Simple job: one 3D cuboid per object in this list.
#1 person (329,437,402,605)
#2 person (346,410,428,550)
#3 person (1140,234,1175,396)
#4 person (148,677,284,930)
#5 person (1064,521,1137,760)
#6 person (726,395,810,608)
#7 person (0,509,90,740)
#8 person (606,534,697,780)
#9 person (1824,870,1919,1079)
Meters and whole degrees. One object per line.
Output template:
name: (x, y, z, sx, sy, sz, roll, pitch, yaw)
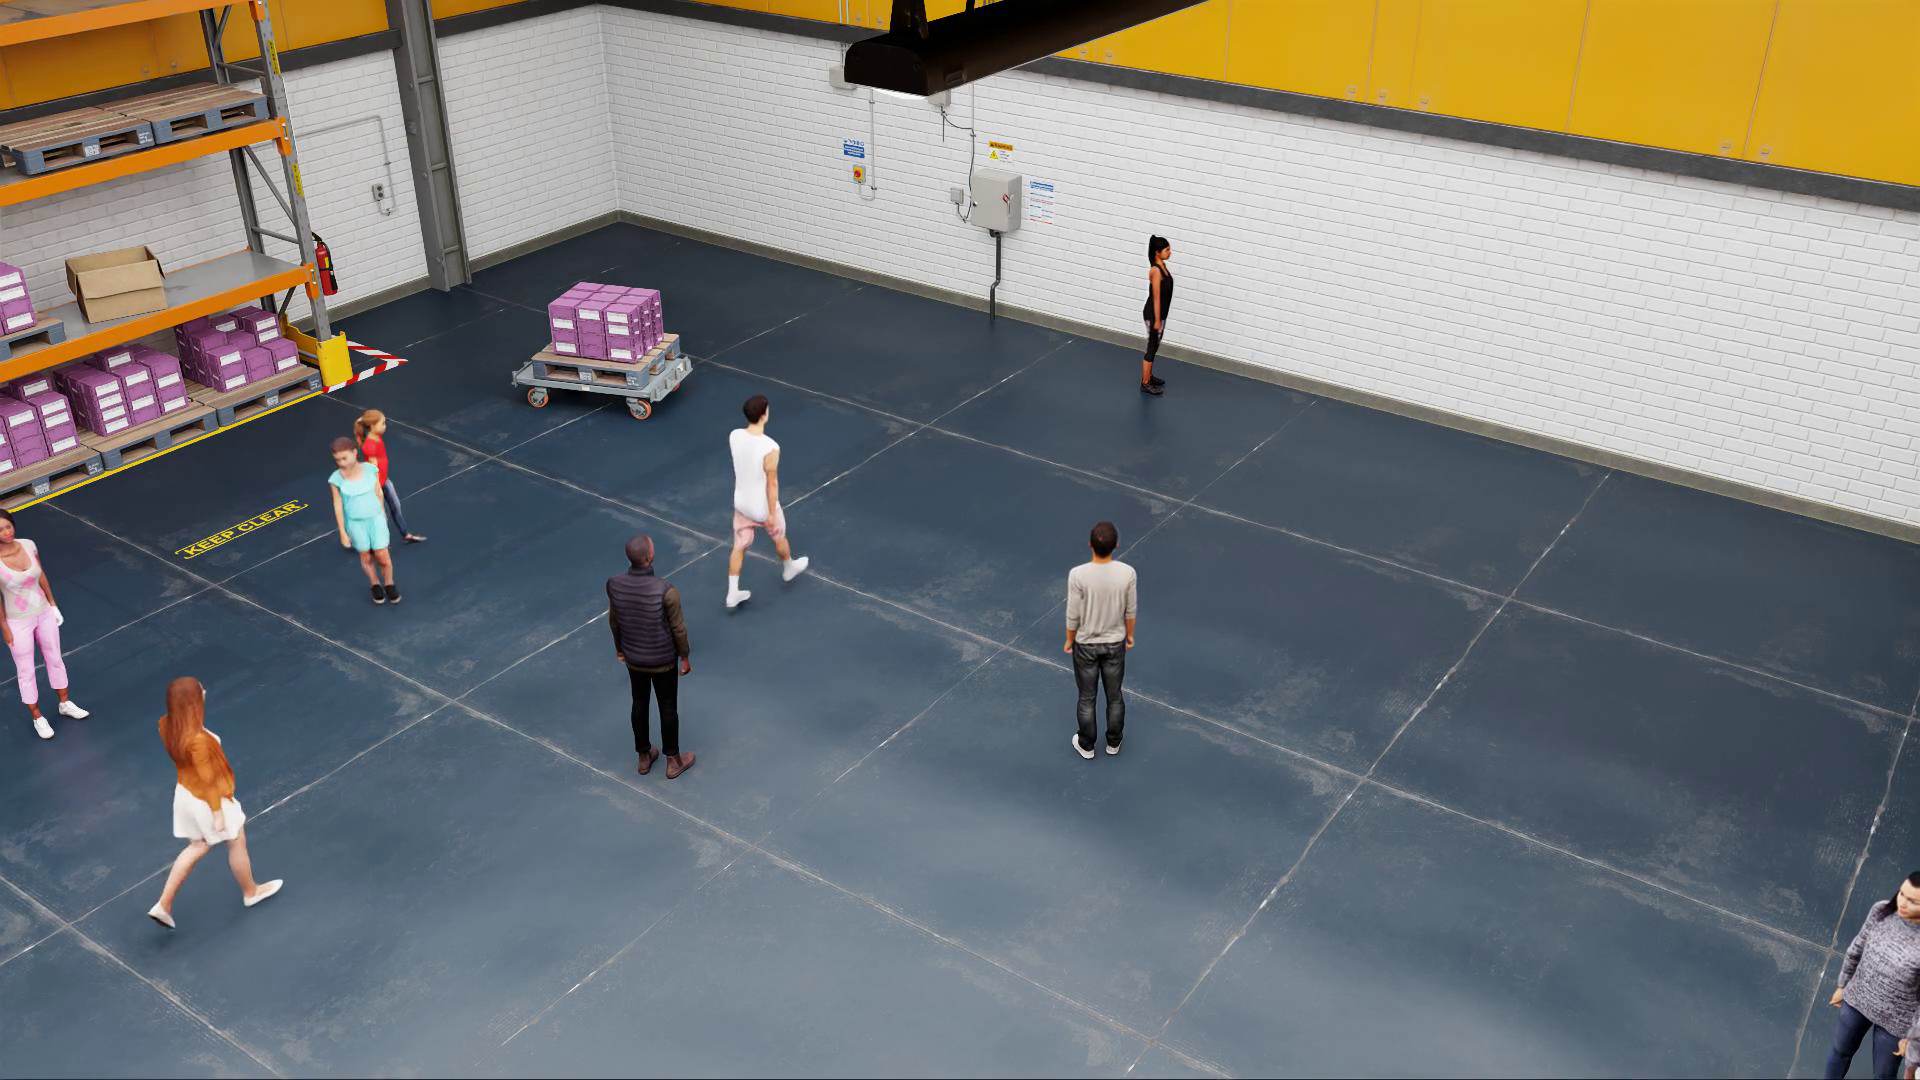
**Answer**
person: (-4.766, -0.170, 13.330, 0.679, 1.524, 0.738, -20, 34, -32)
person: (-5.041, -0.486, 14.156, 0.894, 1.287, 0.906, 0, 29, -1)
person: (2.025, -2.343, 17.169, 0.711, 1.663, 0.575, 5, 29, 10)
person: (-4.591, 1.593, 9.916, 0.618, 1.698, 0.991, 18, 34, 30)
person: (0.967, 0.696, 11.443, 0.724, 1.811, 0.771, -3, 29, -6)
person: (-1.692, -0.269, 13.284, 0.698, 1.742, 1.150, 16, 32, 26)
person: (-6.590, 0.563, 11.759, 0.645, 1.741, 0.469, 16, 32, 26)
person: (-2.100, 0.783, 11.257, 0.763, 1.835, 0.681, 8, 30, 15)
person: (4.693, 2.371, 8.454, 0.678, 1.733, 0.688, -14, 32, -24)
